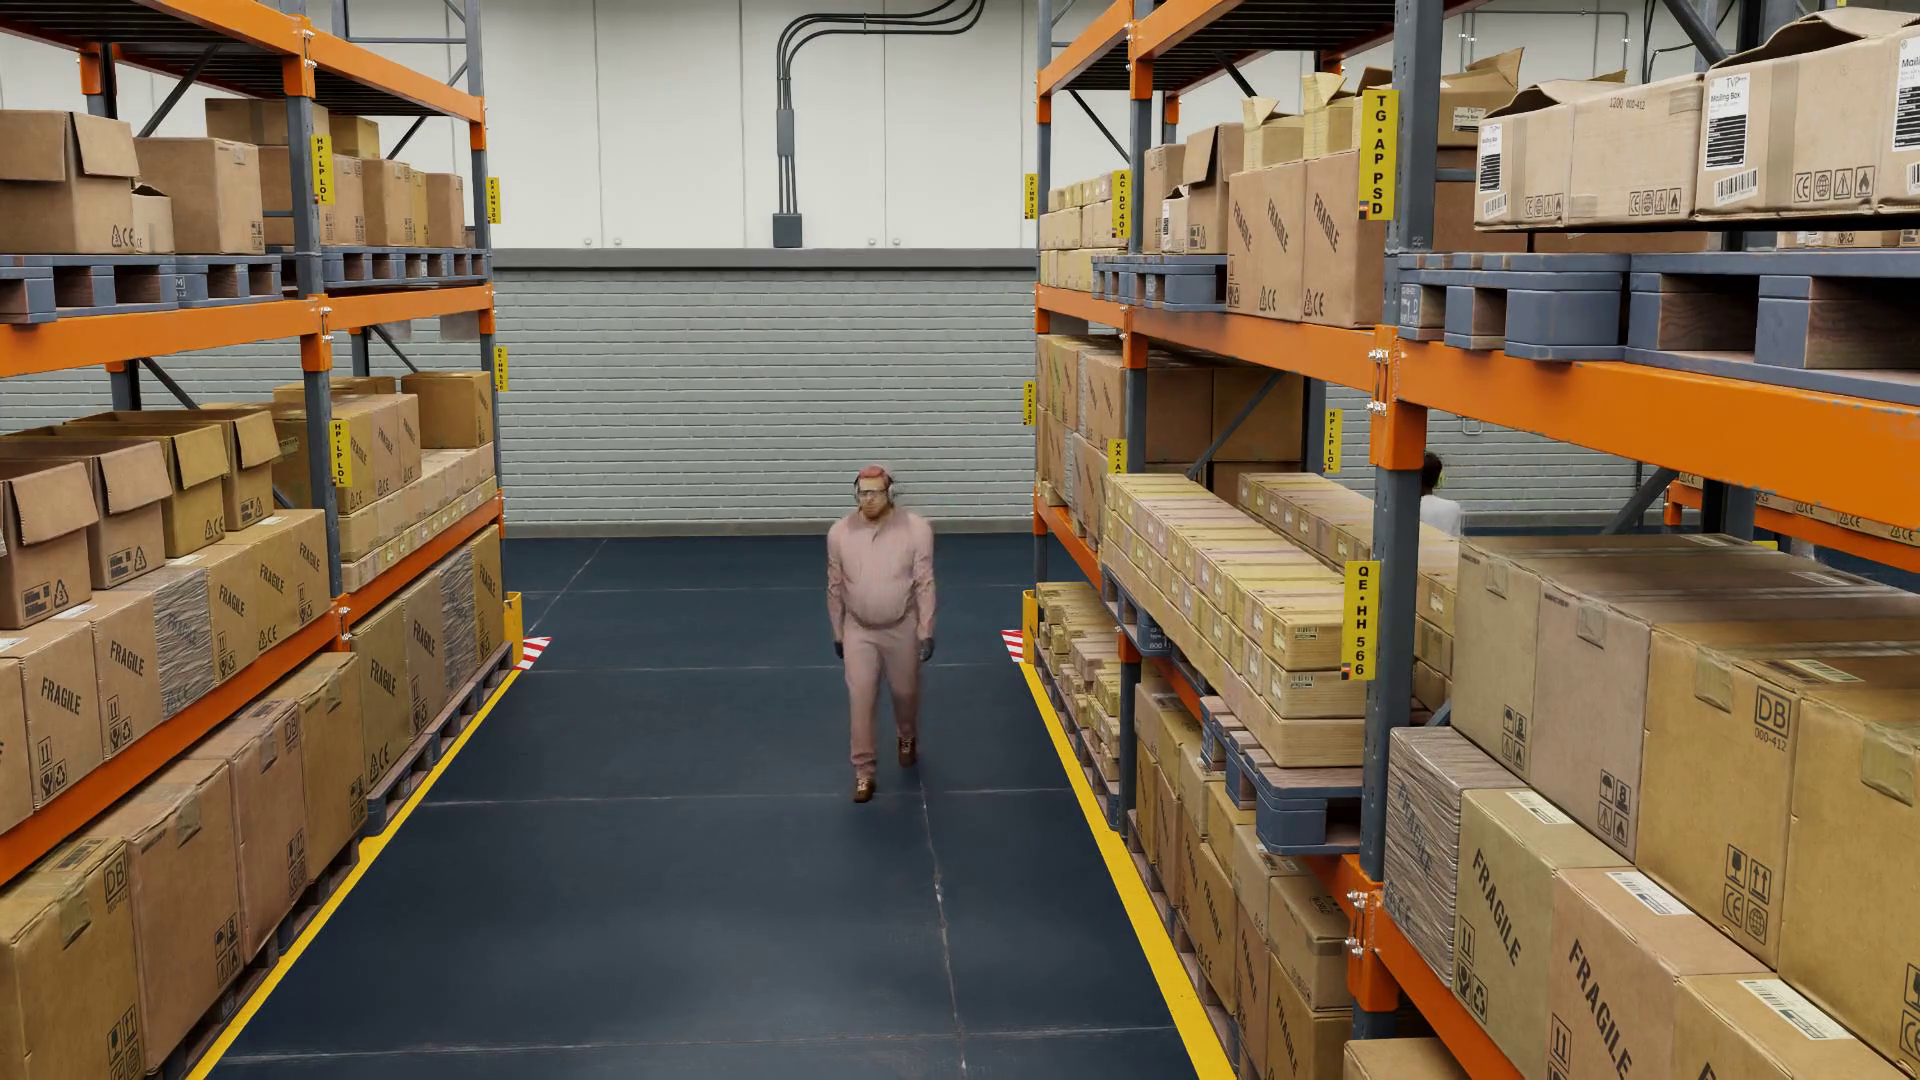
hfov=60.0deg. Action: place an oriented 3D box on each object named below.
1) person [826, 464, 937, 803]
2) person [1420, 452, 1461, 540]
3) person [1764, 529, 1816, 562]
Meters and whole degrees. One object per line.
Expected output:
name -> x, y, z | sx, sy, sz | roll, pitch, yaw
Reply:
person -> -0.448, 0.486, 9.568 | 0.642, 1.879, 0.864 | 0, 10, 2
person -> 2.913, 0.334, 10.631 | 0.545, 1.816, 0.970 | -4, 10, -20
person -> 6.749, -0.199, 13.572 | 0.805, 1.886, 0.692 | 9, 13, 42
